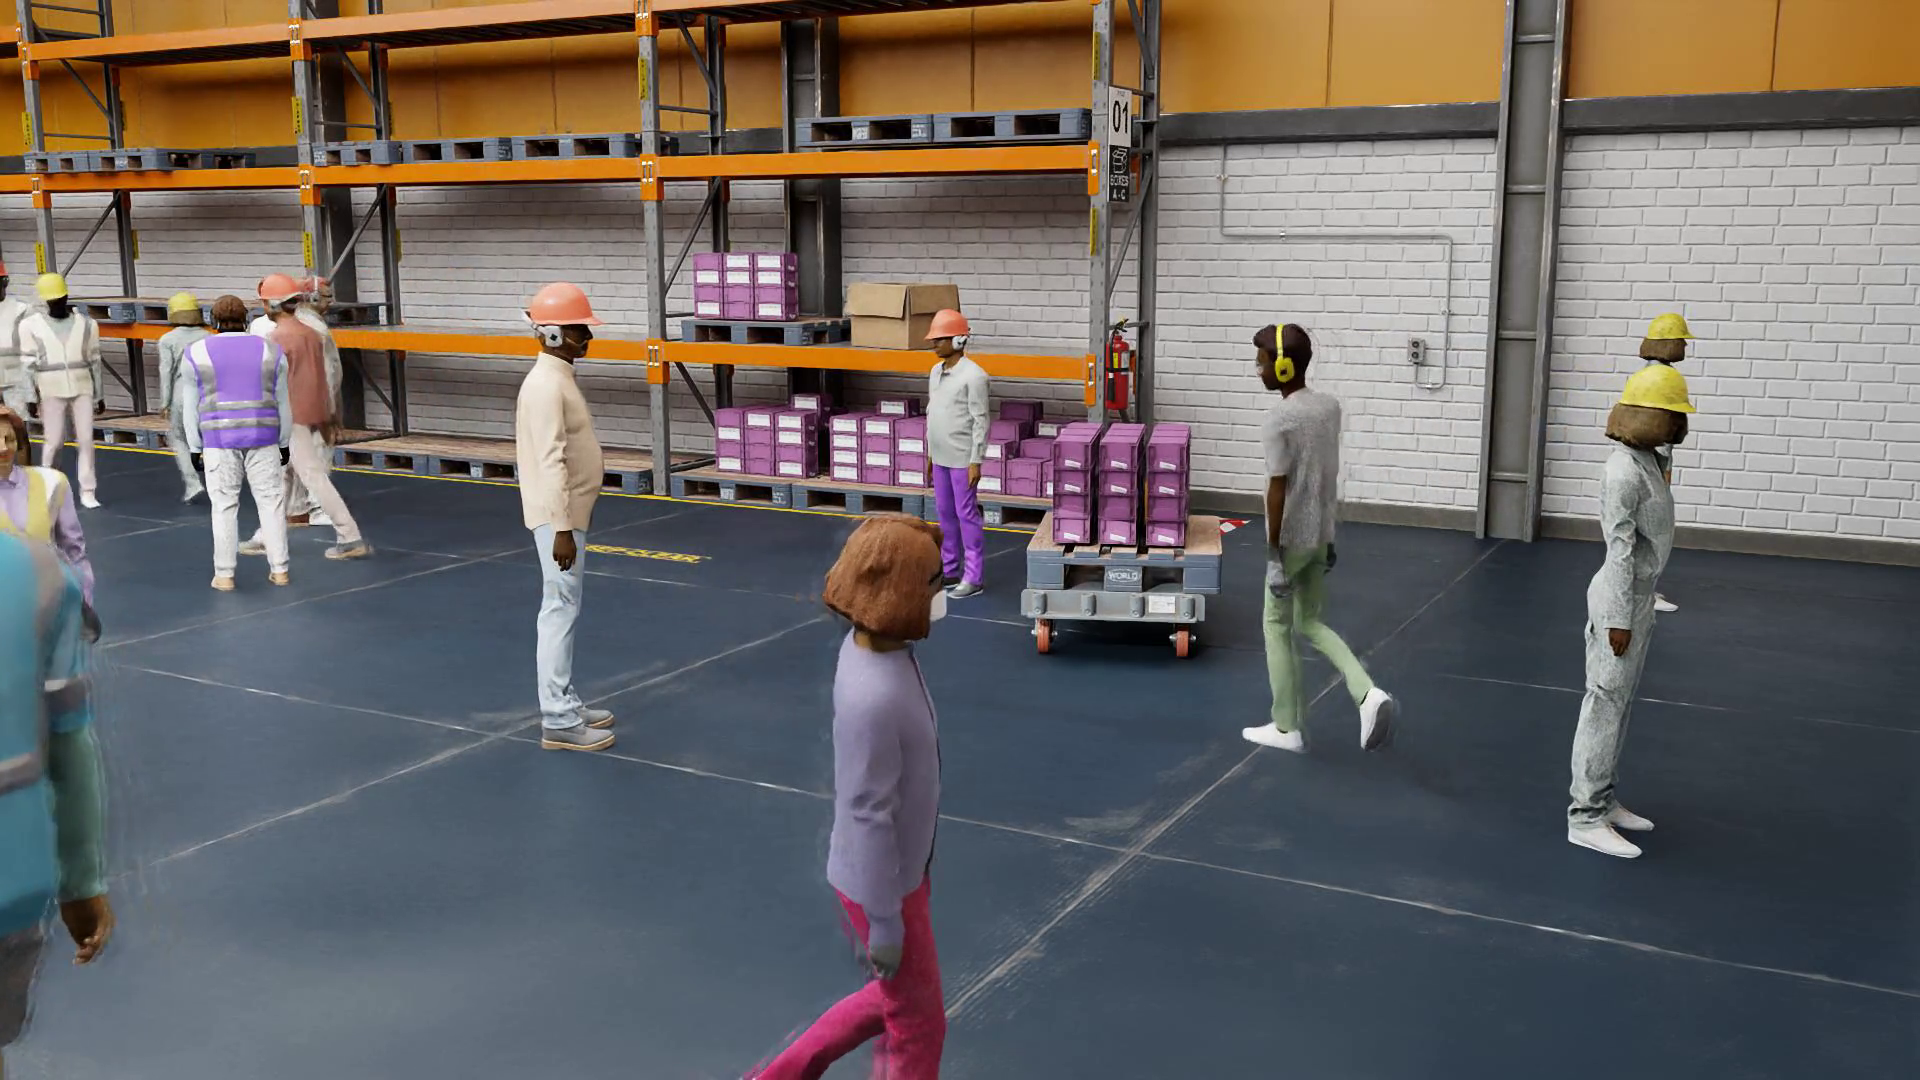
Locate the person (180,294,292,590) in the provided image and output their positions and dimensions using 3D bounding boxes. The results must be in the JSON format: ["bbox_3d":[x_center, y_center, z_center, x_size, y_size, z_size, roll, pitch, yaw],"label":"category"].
[{"bbox_3d":[-4.491,-0.605,10.375,0.623,1.835,0.431,-6,12,-29],"label":"person"}]

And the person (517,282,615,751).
[{"bbox_3d":[-1.694,-0.102,7.154,0.386,1.992,0.624,-2,11,-11],"label":"person"}]

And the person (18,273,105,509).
[{"bbox_3d":[-7.257,-1.210,13.476,0.593,1.907,0.606,-8,13,-37],"label":"person"}]

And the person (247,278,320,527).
[{"bbox_3d":[-5.117,-1.035,12.575,0.574,1.885,0.356,7,12,33],"label":"person"}]

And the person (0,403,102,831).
[{"bbox_3d":[-3.529,0.279,6.152,0.813,1.599,0.508,7,12,33],"label":"person"}]

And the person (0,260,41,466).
[{"bbox_3d":[-7.851,-1.303,13.604,0.605,2.045,0.381,-5,12,-26],"label":"person"}]

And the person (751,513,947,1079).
[{"bbox_3d":[-0.196,0.733,3.595,0.583,1.617,0.514,0,10,0],"label":"person"}]

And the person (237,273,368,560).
[{"bbox_3d":[-4.497,-0.822,11.256,1.016,1.947,0.633,1,10,6],"label":"person"}]

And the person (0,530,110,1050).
[{"bbox_3d":[-1.819,0.650,2.984,0.714,2.013,0.656,3,11,14],"label":"person"}]

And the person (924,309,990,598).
[{"bbox_3d":[-0.052,-0.525,10.141,0.342,1.748,0.573,-7,12,-33],"label":"person"}]

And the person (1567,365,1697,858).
[{"bbox_3d":[2.409,0.245,5.952,0.324,1.740,0.492,6,12,30],"label":"person"}]

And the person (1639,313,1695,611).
[{"bbox_3d":[4.126,-0.464,9.832,0.297,1.745,0.484,2,11,12],"label":"person"}]

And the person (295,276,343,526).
[{"bbox_3d":[-4.882,-1.049,12.637,0.400,1.893,0.657,-8,13,-38],"label":"person"}]

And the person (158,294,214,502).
[{"bbox_3d":[-6.290,-1.140,13.637,0.477,1.722,0.552,10,14,43],"label":"person"}]

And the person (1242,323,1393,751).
[{"bbox_3d":[1.459,0.024,6.887,0.558,1.842,0.632,-8,13,-39],"label":"person"}]
